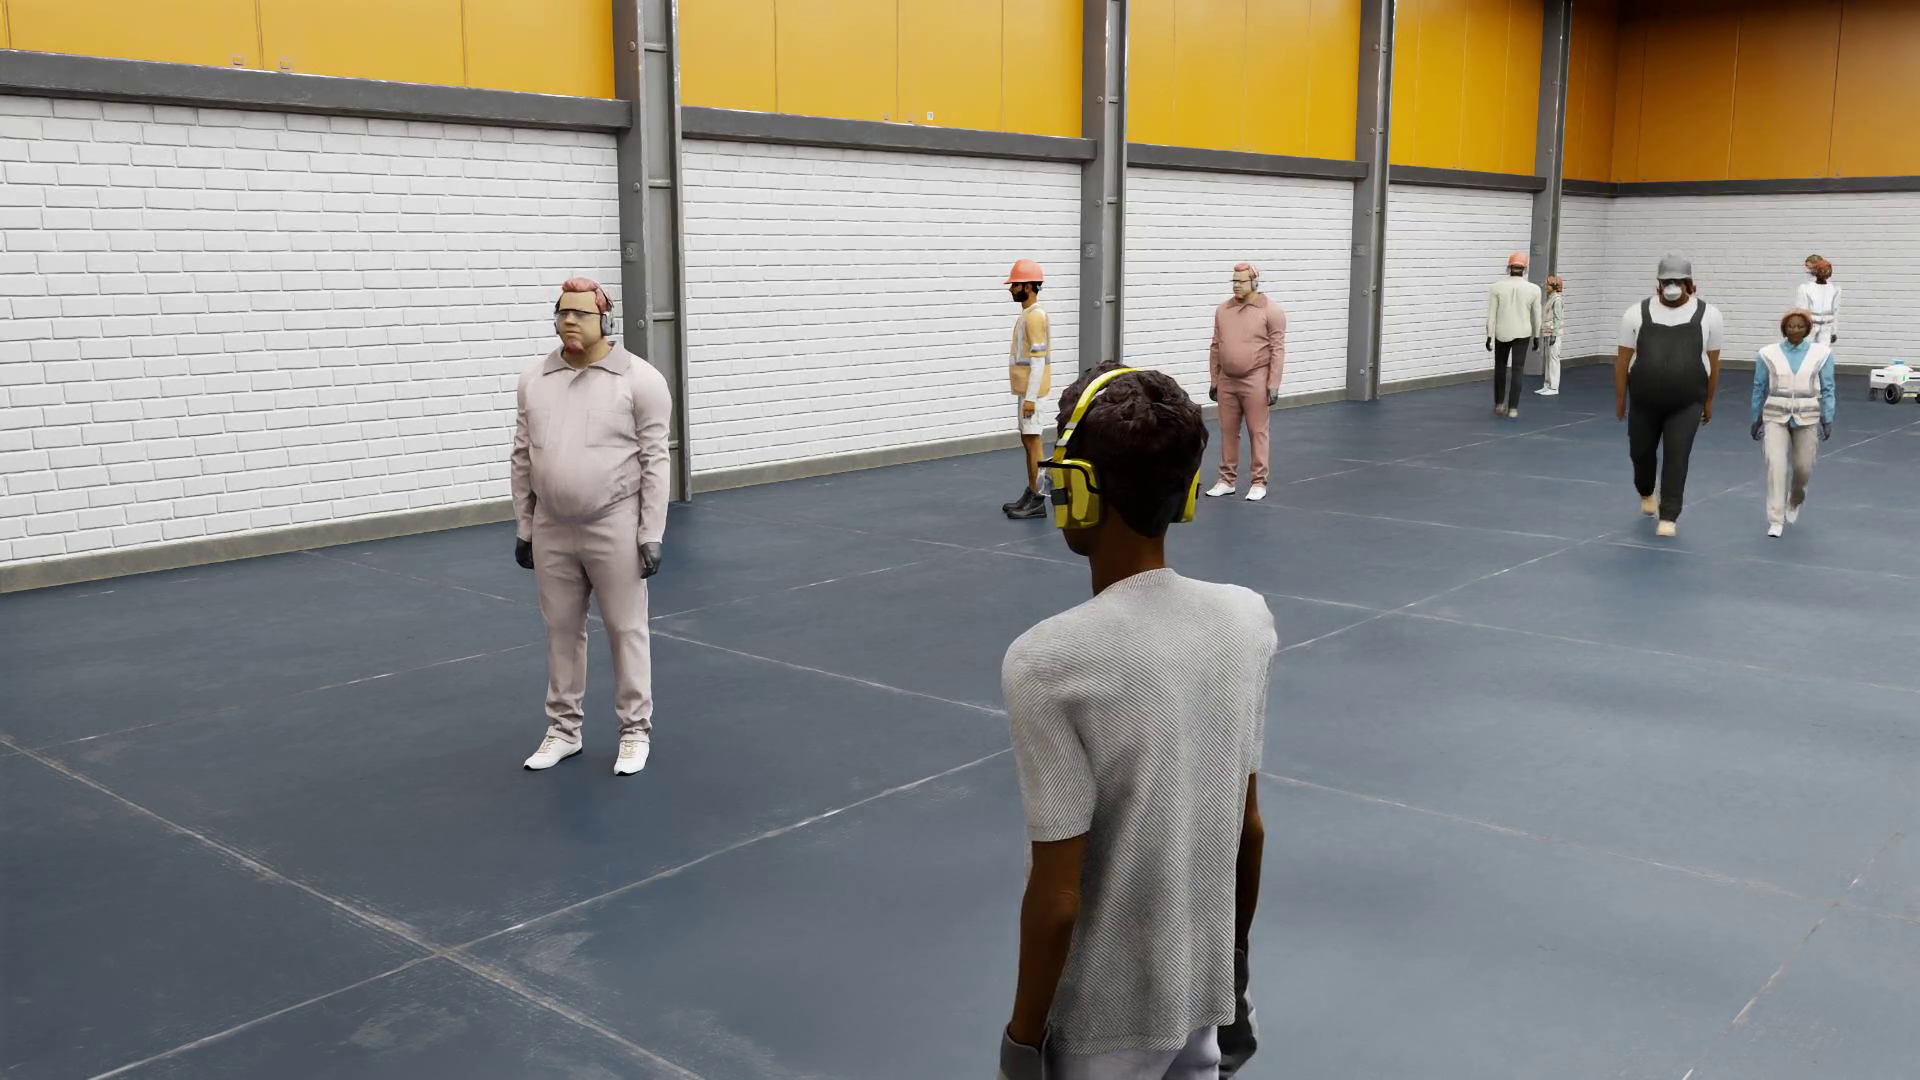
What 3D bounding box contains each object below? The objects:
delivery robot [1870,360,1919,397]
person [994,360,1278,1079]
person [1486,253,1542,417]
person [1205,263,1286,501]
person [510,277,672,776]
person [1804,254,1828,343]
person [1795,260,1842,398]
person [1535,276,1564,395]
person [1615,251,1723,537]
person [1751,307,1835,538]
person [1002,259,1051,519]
[{"bbox_3d":[12.279,-2.113,21.775,0.477,0.478,0.707,-1,10,-6],"label":"delivery robot"},{"bbox_3d":[0.236,0.683,2.381,0.535,1.868,0.309,-9,13,-41],"label":"person"},{"bbox_3d":[6.746,-2.502,20.278,0.649,1.946,0.977,3,10,17],"label":"person"},{"bbox_3d":[2.278,-1.270,13.402,0.652,1.904,0.402,8,13,39],"label":"person"},{"bbox_3d":[-1.435,-0.043,6.411,0.642,1.909,0.409,2,10,11],"label":"person"},{"bbox_3d":[12.457,-3.202,24.317,0.371,1.936,0.627,3,10,17],"label":"person"},{"bbox_3d":[11.642,-2.878,22.678,0.584,1.867,0.724,1,10,6],"label":"person"},{"bbox_3d":[8.162,-2.814,22.940,0.310,1.642,0.514,1,10,8],"label":"person"},{"bbox_3d":[5.076,-1.084,11.953,0.690,2.000,0.832,5,11,25],"label":"person"},{"bbox_3d":[5.920,-0.852,11.844,0.532,1.613,0.720,4,11,23],"label":"person"},{"bbox_3d":[0.498,-1.126,12.485,0.357,1.937,0.551,-1,10,-3],"label":"person"}]
